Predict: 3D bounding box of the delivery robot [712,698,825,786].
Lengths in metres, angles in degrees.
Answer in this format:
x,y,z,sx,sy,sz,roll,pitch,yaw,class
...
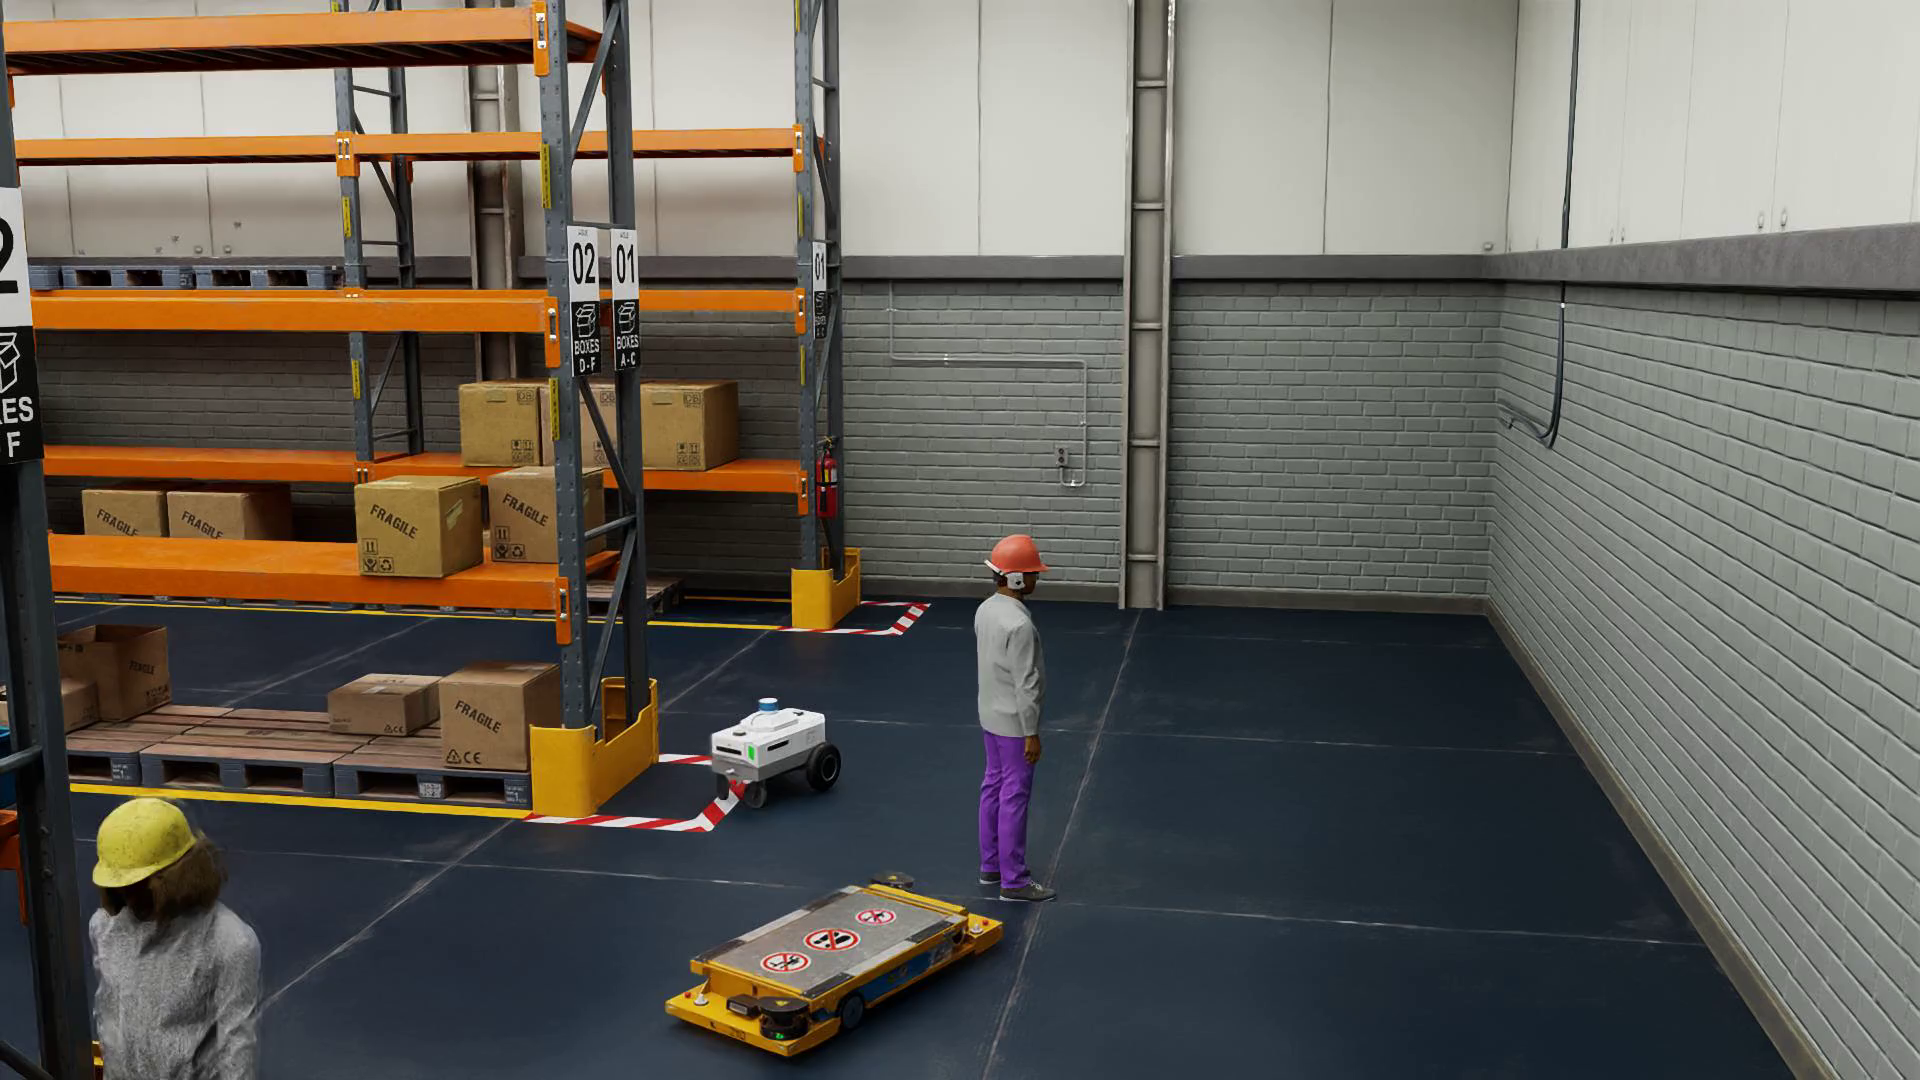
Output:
x,y,z,sx,sy,sz,roll,pitch,yaw,class
-1.088,1.147,9.477,0.477,0.478,0.707,6,11,33,delivery robot

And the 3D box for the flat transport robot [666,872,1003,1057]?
x,y,z,sx,sy,sz,roll,pitch,yaw,class
-0.489,1.738,6.976,0.652,0.197,1.431,7,11,36,flat transport robot

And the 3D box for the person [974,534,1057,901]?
x,y,z,sx,sy,sz,roll,pitch,yaw,class
0.262,0.841,7.951,0.327,1.751,0.564,-3,10,-20,person

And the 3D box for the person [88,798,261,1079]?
x,y,z,sx,sy,sz,roll,pitch,yaw,class
-1.992,1.475,4.148,0.508,1.706,0.681,2,9,10,person
